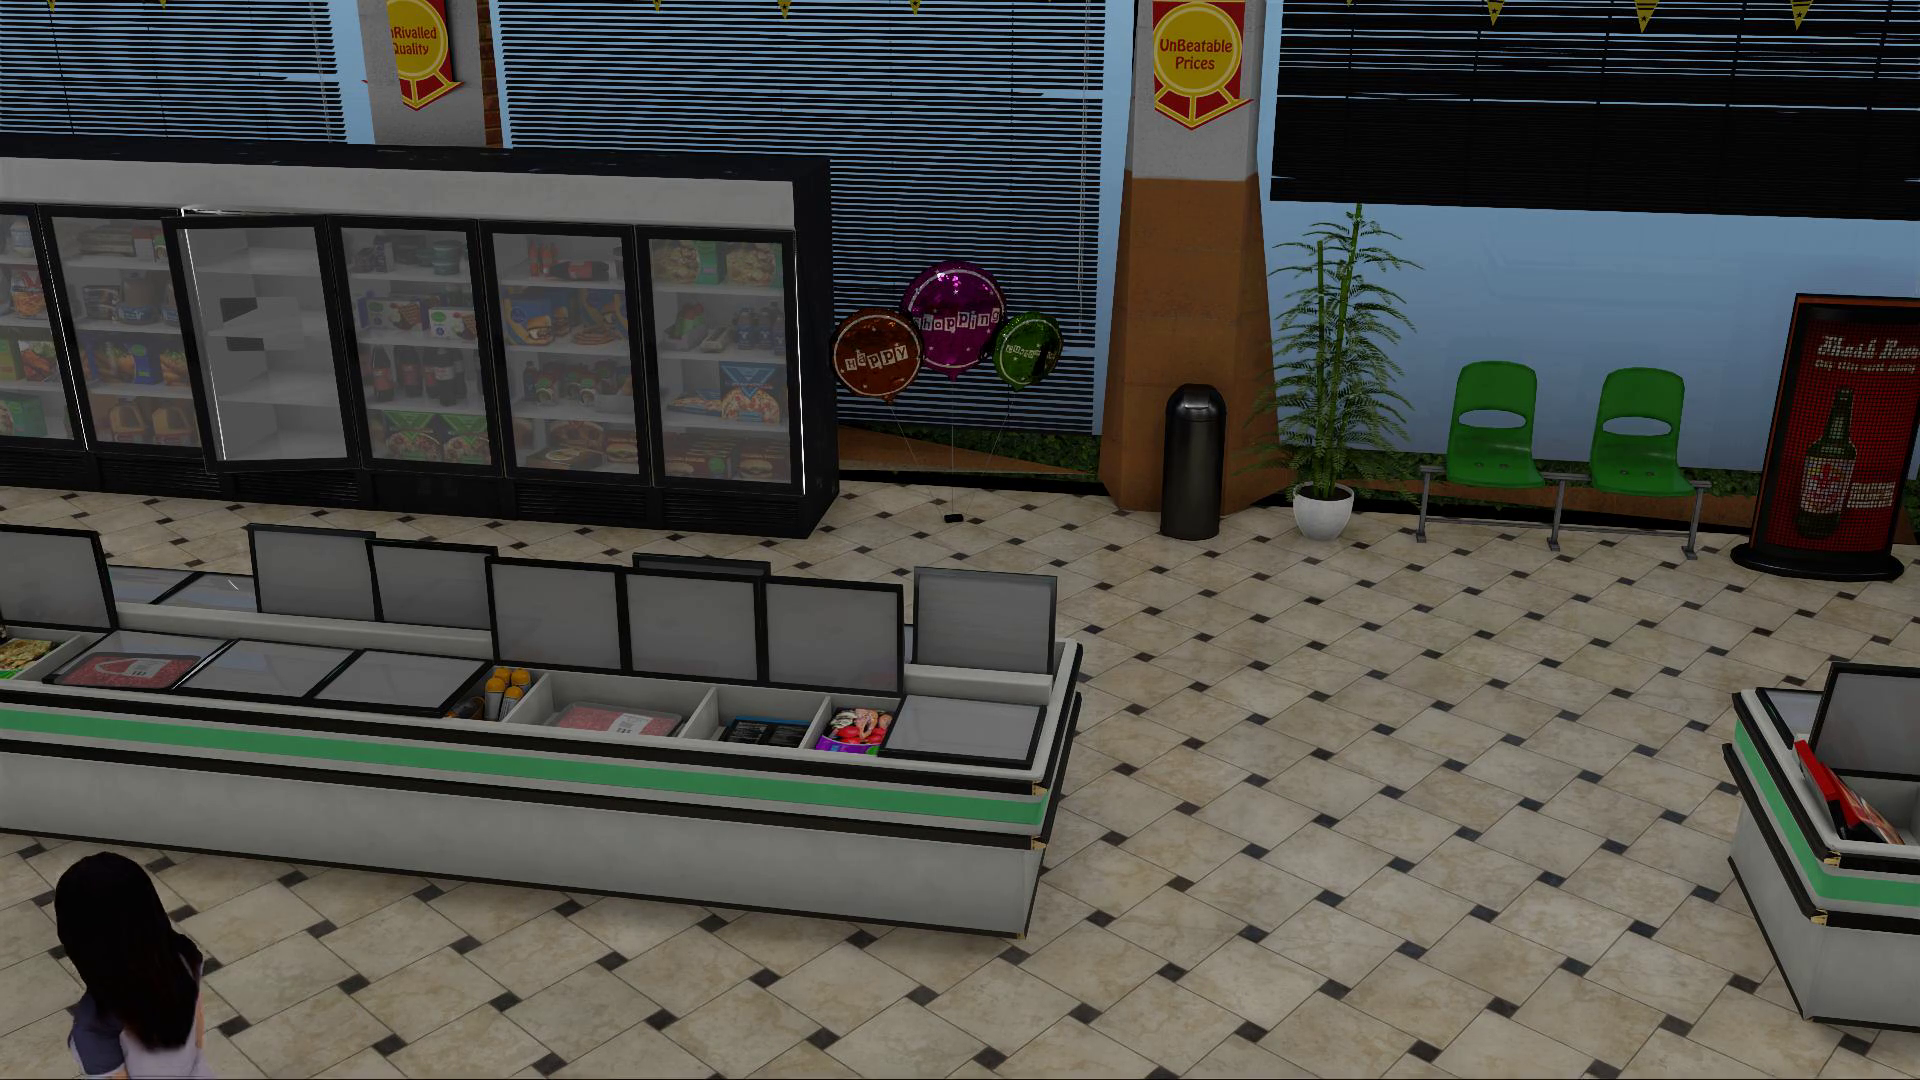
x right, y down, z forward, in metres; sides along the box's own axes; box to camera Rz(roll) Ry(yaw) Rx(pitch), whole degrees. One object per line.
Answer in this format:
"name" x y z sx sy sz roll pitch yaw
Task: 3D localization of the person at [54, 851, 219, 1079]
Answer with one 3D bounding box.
"person" -2.079 1.616 4.490 1.111 1.665 0.633 5 22 11
